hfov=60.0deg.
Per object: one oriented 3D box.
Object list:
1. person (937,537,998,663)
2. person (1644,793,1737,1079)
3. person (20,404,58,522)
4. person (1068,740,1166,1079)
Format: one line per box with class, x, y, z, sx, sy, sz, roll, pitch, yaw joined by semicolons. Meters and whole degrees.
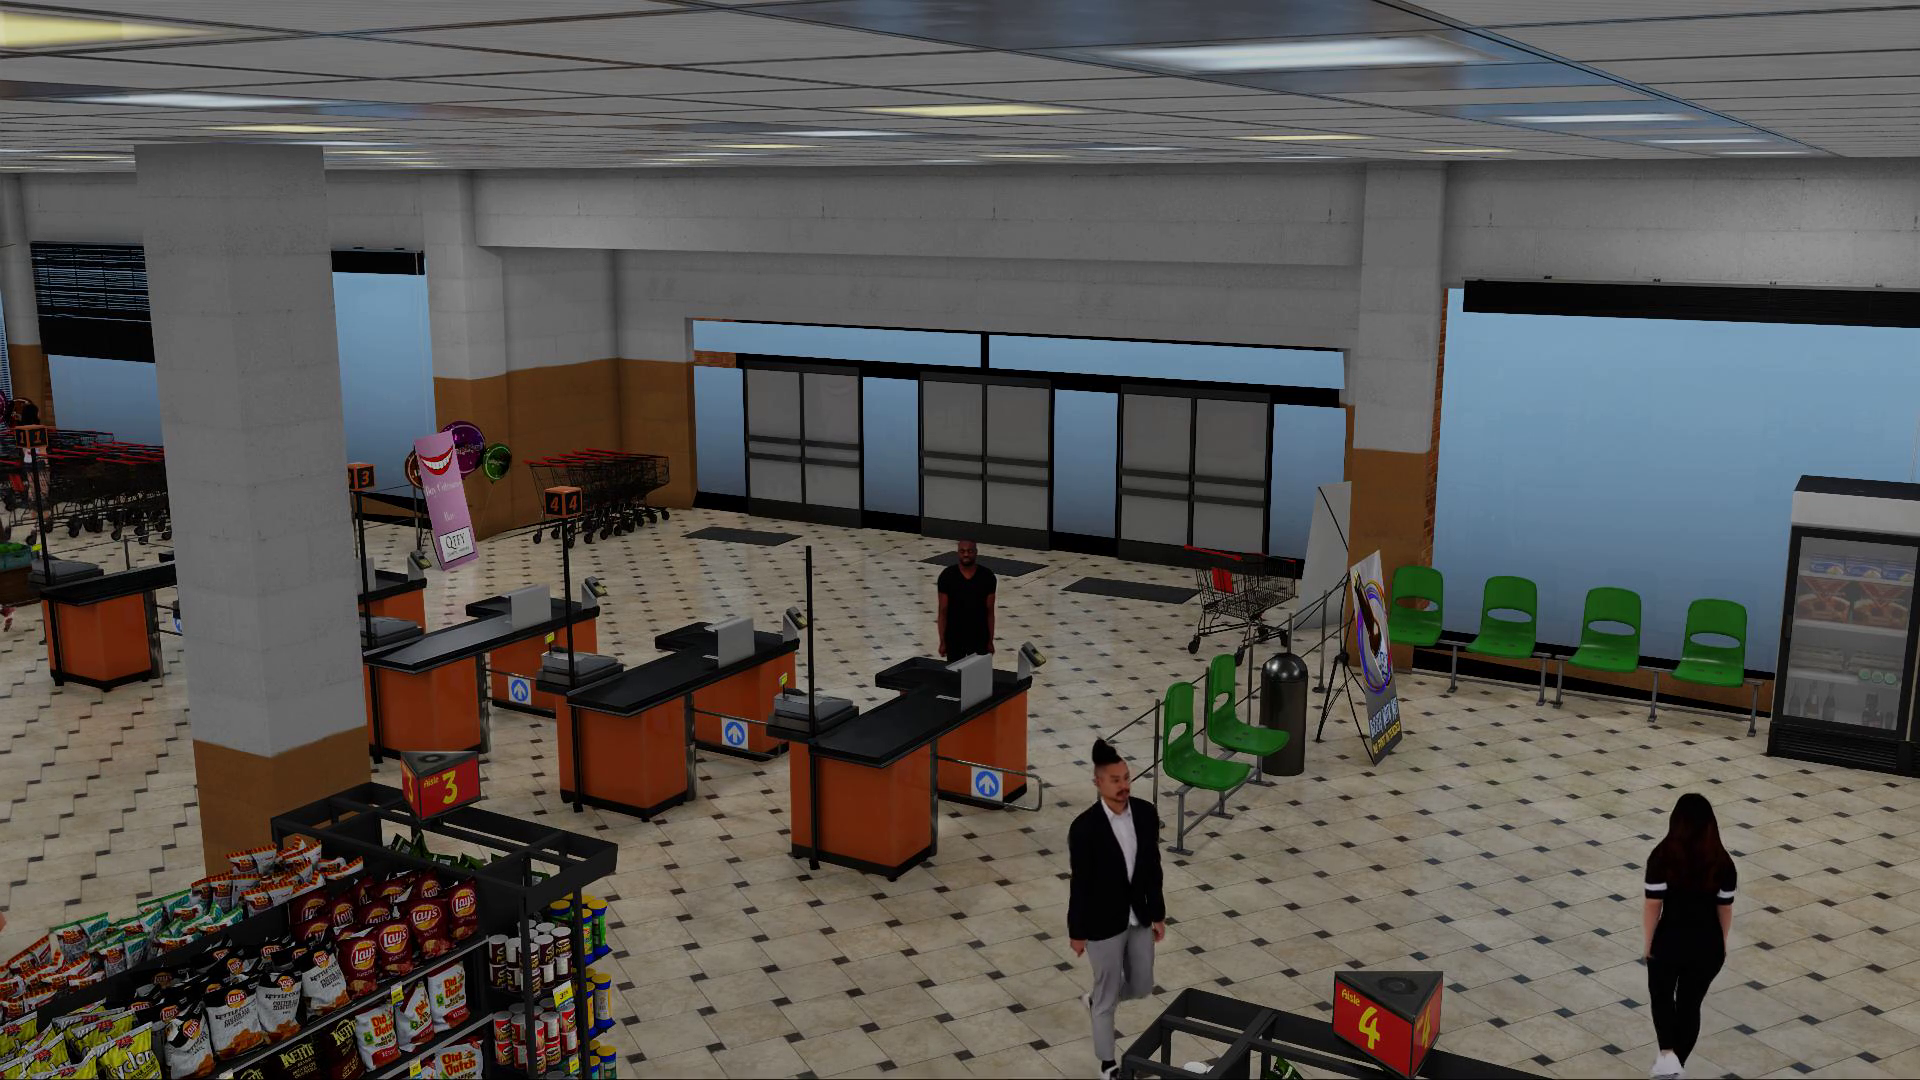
person;0.059;0.863;14.436;0.751;1.820;0.764;-1;12;-4
person;3.841;2.155;8.756;0.689;1.631;0.756;3;12;16
person;-13.458;-1.140;24.217;0.614;1.708;0.560;5;13;23
person;0.784;1.969;8.905;0.985;1.935;1.012;-6;13;-26
